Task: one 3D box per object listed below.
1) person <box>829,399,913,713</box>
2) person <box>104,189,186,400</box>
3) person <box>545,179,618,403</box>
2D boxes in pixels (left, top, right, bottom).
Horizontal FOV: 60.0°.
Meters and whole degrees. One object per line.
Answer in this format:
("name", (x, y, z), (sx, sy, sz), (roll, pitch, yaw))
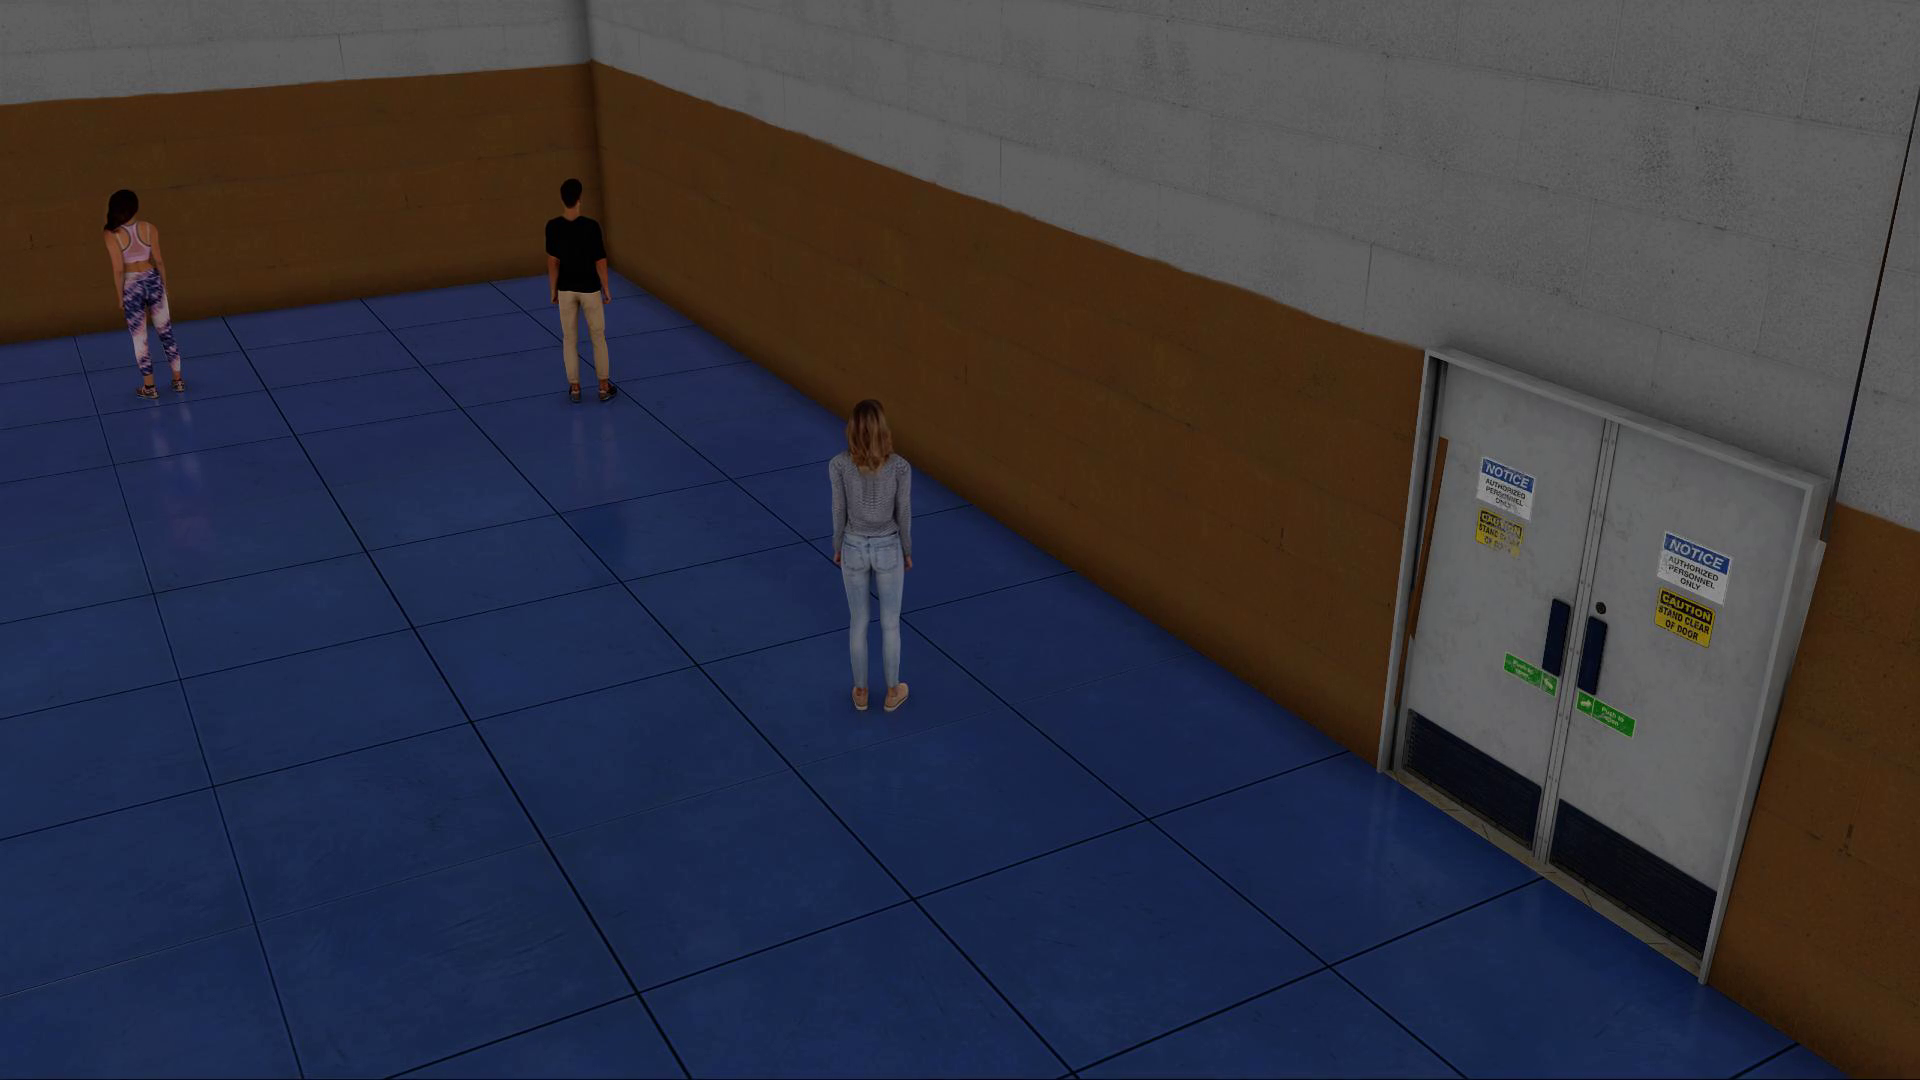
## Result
("person", (-0.478, 0.088, 9.040), (0.615, 1.795, 0.717), (2, 24, 4))
("person", (-6.894, -2.084, 14.037), (0.706, 1.767, 0.568), (21, 31, 39))
("person", (-3.179, -2.079, 13.885), (0.637, 1.855, 0.784), (-1, 24, -3))
